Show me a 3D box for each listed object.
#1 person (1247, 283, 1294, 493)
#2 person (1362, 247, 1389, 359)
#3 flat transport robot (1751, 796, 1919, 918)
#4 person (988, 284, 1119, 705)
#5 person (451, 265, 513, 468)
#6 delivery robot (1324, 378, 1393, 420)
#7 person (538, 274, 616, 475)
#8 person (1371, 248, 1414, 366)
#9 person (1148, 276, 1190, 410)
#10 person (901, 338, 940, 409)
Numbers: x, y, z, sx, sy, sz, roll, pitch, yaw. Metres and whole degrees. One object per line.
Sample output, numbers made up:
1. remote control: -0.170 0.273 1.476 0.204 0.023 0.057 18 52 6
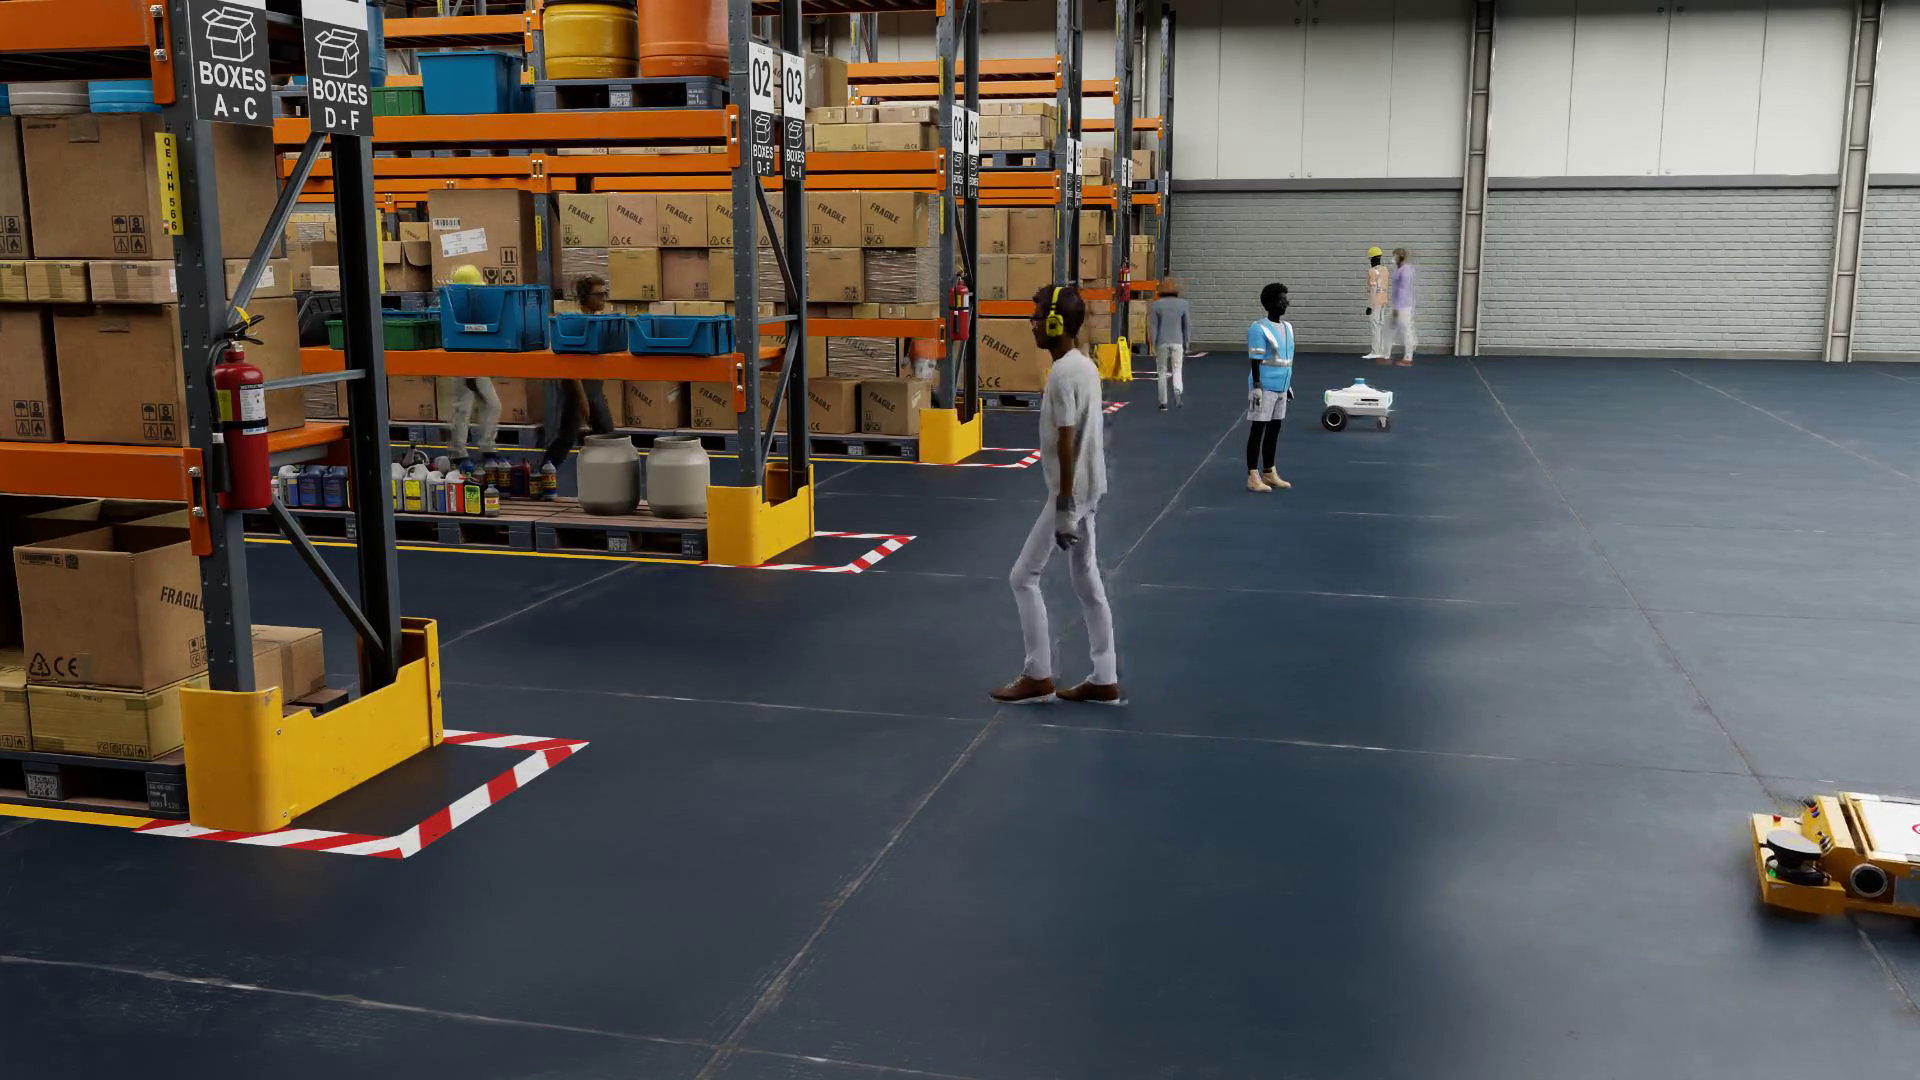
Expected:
1. person: 2.534 -1.238 13.550 0.319 1.697 0.532 10 14 43
2. person: 7.165 -4.080 28.692 0.392 1.916 0.588 8 13 38
3. flat transport robot: 3.222 1.007 5.060 1.431 0.197 0.652 4 11 21
4. person: 0.400 -0.182 7.284 0.710 1.843 0.548 3 11 18
5. person: -4.300 -1.537 14.879 0.657 1.809 0.629 0 10 -1
6. delivery robot: 4.284 -1.492 17.864 0.707 0.478 0.477 3 11 16
7. person: -2.884 -1.104 12.557 0.965 1.799 0.521 3 11 17
8. person: 7.021 -3.762 26.927 0.799 1.909 0.651 0 10 -1
9. person: 2.499 -2.338 19.842 0.510 1.616 0.551 0 10 1
10. person: -0.326 -1.929 17.438 0.736 1.675 0.530 7 13 35
